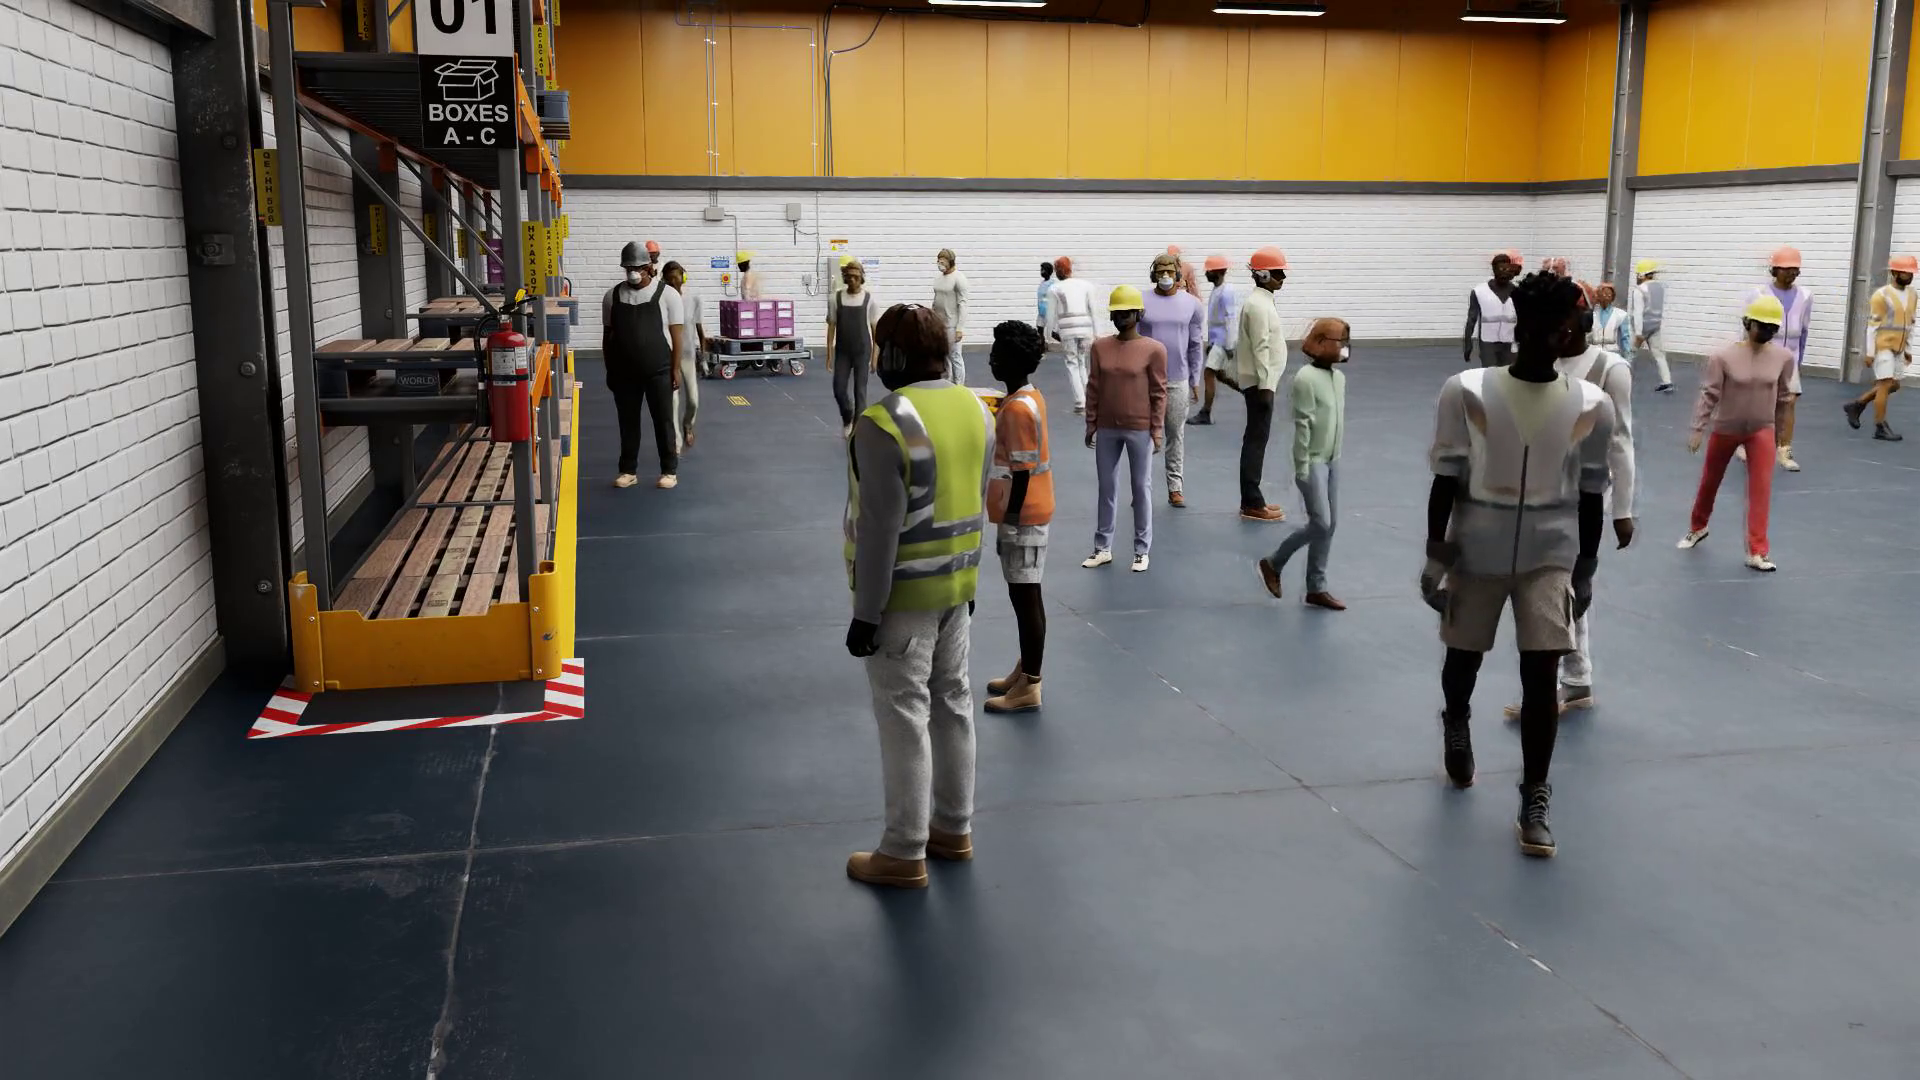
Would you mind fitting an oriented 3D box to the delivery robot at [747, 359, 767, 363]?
[{"bbox_3d":[-3.099,-3.026,26.330,0.707,0.478,0.477,-8,13,-37],"label":"delivery robot"}]

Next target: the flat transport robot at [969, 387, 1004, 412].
[{"bbox_3d":[0.156,-1.679,19.916,0.652,0.197,1.431,-2,10,-10],"label":"flat transport robot"}]

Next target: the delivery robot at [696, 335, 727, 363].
[{"bbox_3d":[-3.765,-2.970,26.019,0.707,0.478,0.477,-5,11,-24],"label":"delivery robot"}]

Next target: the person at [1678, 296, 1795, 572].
[{"bbox_3d":[4.936,-0.705,10.566,0.561,1.698,0.972,2,10,11],"label":"person"}]

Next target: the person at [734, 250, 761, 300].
[{"bbox_3d":[-3.359,-3.821,27.326,0.876,1.884,0.595,-3,11,-14],"label":"person"}]

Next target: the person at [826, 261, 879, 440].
[{"bbox_3d":[-1.057,-1.833,16.433,0.531,1.836,0.453,1,10,4],"label":"person"}]

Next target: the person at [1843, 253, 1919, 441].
[{"bbox_3d":[9.470,-1.988,17.087,0.565,1.913,0.726,-4,11,-22],"label":"person"}]

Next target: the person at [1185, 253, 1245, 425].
[{"bbox_3d":[2.952,-2.213,18.361,0.870,1.905,0.543,-1,10,-5],"label":"person"}]

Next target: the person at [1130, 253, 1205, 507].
[{"bbox_3d":[1.550,-1.212,12.707,0.630,1.940,0.372,0,10,0],"label":"person"}]

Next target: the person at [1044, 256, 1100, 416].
[{"bbox_3d":[1.310,-2.366,19.355,0.608,1.841,0.537,-4,11,-22],"label":"person"}]

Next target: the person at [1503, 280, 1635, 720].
[{"bbox_3d":[2.495,-0.161,7.075,0.689,1.862,0.620,-3,11,-19],"label":"person"}]

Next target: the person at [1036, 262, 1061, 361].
[{"bbox_3d":[1.534,-3.849,28.047,0.661,1.678,0.540,-4,11,-22],"label":"person"}]

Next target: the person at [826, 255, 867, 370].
[{"bbox_3d":[-1.791,-3.494,25.751,0.613,1.794,0.880,5,11,25],"label":"person"}]

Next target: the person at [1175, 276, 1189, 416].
[{"bbox_3d":[2.476,-2.218,19.124,0.270,1.631,0.507,10,14,43],"label":"person"}]

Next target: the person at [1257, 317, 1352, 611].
[{"bbox_3d":[1.938,-0.416,9.152,0.418,1.618,0.522,8,13,38],"label":"person"}]

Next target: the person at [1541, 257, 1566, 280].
[{"bbox_3d":[5.722,-1.816,16.261,0.989,1.856,0.643,8,13,37],"label":"person"}]

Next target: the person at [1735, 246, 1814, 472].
[{"bbox_3d":[7.330,-1.655,15.028,0.624,1.998,1.041,0,10,1],"label":"person"}]

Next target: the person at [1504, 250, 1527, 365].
[{"bbox_3d":[6.801,-2.572,20.322,0.875,1.905,0.570,6,12,29],"label":"person"}]

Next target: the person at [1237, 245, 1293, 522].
[{"bbox_3d":[2.207,-1.136,12.129,0.376,1.995,0.612,1,10,8],"label":"person"}]

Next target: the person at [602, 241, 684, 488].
[{"bbox_3d":[-2.621,-1.434,13.652,0.683,2.000,0.535,1,10,5],"label":"person"}]

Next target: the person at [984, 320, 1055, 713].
[{"bbox_3d":[0.249,-0.100,7.211,0.321,1.697,0.529,1,10,6],"label":"person"}]

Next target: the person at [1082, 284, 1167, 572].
[{"bbox_3d":[1.010,-0.685,10.258,0.522,1.769,0.317,5,12,27],"label":"person"}]

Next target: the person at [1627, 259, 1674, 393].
[{"bbox_3d":[9.194,-2.853,22.250,0.592,1.787,0.947,-5,12,-27],"label":"person"}]

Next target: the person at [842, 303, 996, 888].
[{"bbox_3d":[-0.154,0.175,5.290,0.429,1.842,0.637,7,12,34],"label":"person"}]

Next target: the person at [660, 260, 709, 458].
[{"bbox_3d":[-2.644,-1.701,15.648,0.547,1.850,0.474,-2,10,-12],"label":"person"}]

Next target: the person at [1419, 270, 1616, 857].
[{"bbox_3d":[1.916,0.037,5.778,0.627,1.941,0.861,2,11,14],"label":"person"}]

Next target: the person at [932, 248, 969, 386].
[{"bbox_3d":[-0.145,-2.607,20.447,0.373,1.936,0.629,-8,13,-36],"label":"person"}]

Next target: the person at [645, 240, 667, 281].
[{"bbox_3d":[-5.110,-3.994,27.911,0.635,2.030,0.472,-3,11,-15],"label":"person"}]

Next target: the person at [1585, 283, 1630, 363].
[{"bbox_3d":[6.724,-1.893,17.441,0.520,1.593,0.877,2,11,13],"label":"person"}]

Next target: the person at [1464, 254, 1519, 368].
[{"bbox_3d":[5.681,-2.040,17.464,0.613,1.881,0.893,-2,10,-9],"label":"person"}]

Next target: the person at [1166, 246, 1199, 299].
[{"bbox_3d":[3.858,-4.243,29.515,0.668,1.924,0.986,10,14,43],"label":"person"}]

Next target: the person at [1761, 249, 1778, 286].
[{"bbox_3d":[12.153,-3.377,24.801,0.400,1.903,0.645,3,11,15],"label":"person"}]
